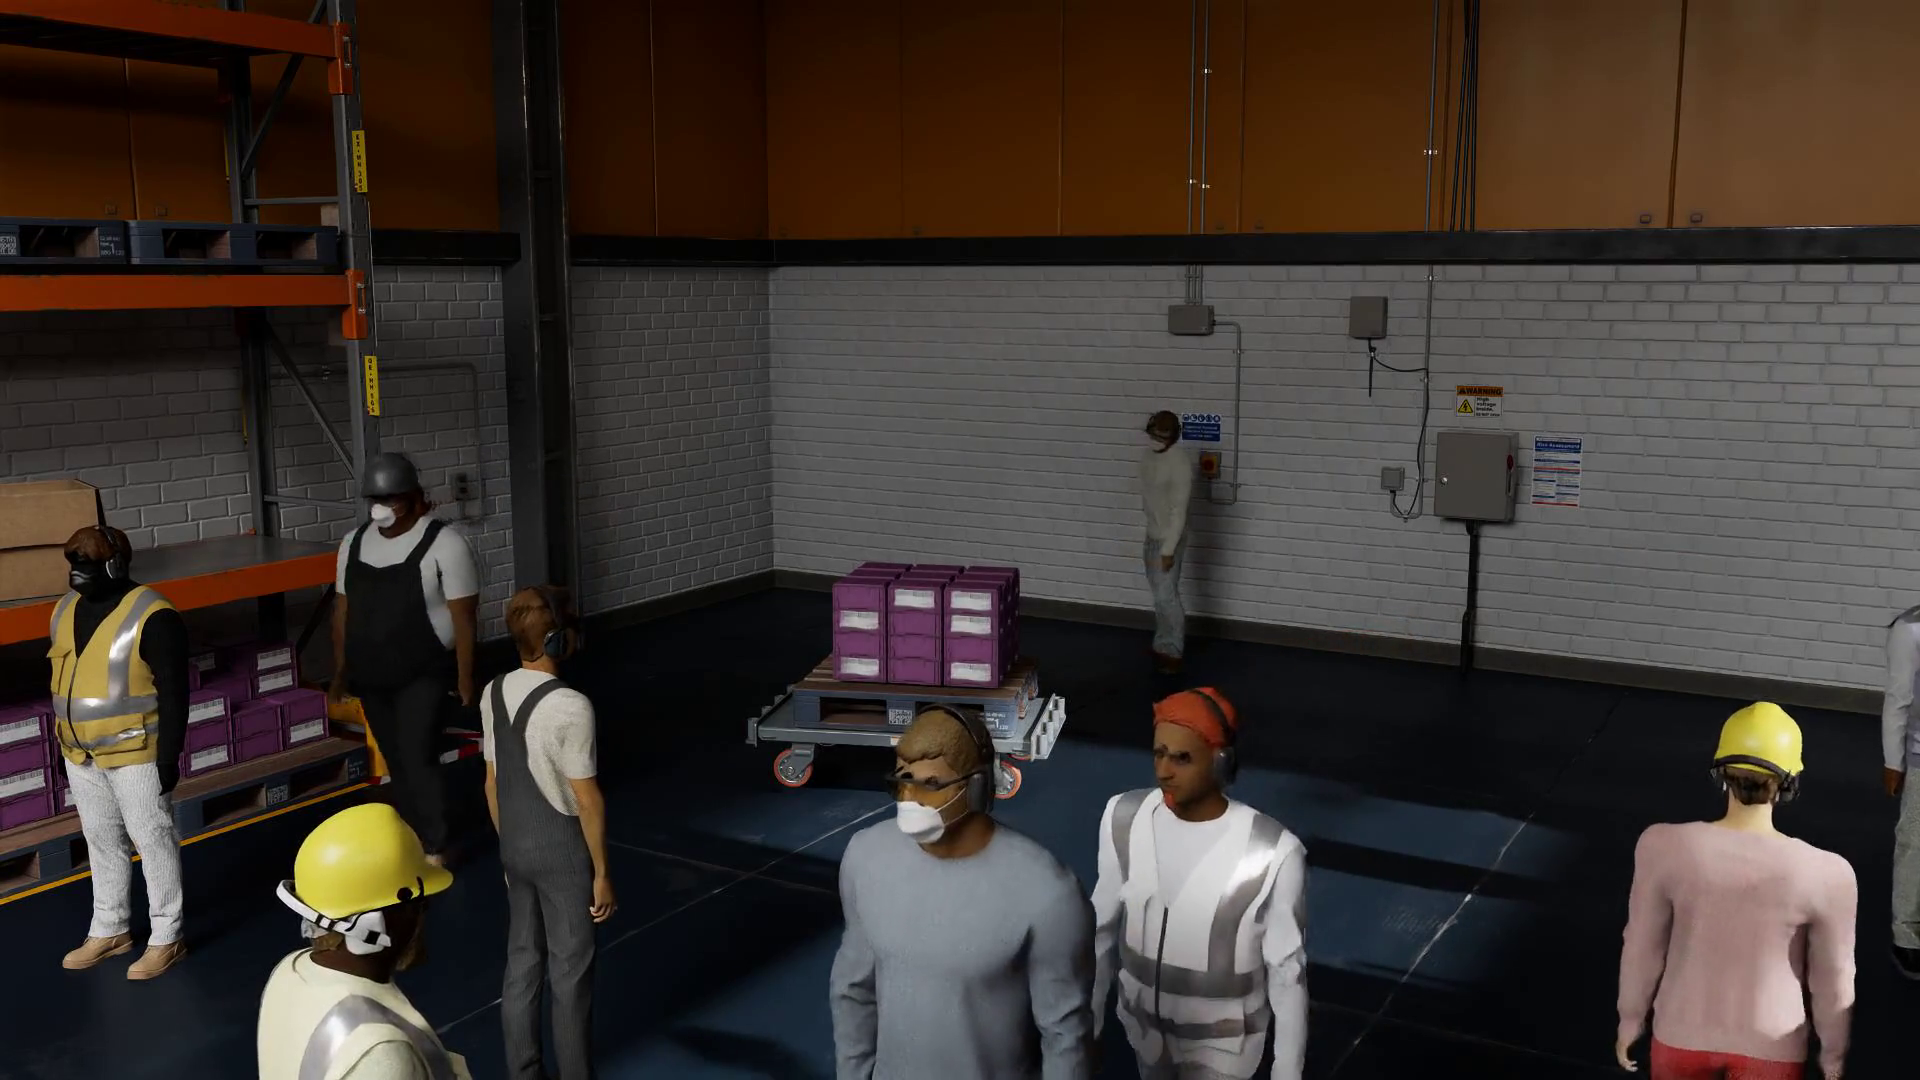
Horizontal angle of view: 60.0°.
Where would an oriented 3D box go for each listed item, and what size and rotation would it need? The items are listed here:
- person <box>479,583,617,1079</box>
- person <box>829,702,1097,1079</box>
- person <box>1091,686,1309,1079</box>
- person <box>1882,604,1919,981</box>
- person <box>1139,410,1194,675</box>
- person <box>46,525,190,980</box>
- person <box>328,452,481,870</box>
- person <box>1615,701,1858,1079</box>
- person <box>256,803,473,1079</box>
[{"bbox_3d":[-1.333,1.053,5.457,0.508,1.847,0.345,6,11,33],"label":"person"},{"bbox_3d":[-0.012,1.295,3.659,0.635,1.937,0.352,5,11,30],"label":"person"},{"bbox_3d":[0.616,1.254,4.251,0.586,1.844,0.987,8,12,42],"label":"person"},{"bbox_3d":[4.026,0.869,6.692,0.597,1.821,0.404,0,9,2],"label":"person"},{"bbox_3d":[1.440,0.000,11.921,0.375,1.901,0.785,-2,9,-15],"label":"person"},{"bbox_3d":[-3.418,0.851,6.730,0.634,1.842,0.429,3,10,19],"label":"person"},{"bbox_3d":[-2.645,0.587,7.760,0.694,2.000,0.673,3,10,19],"label":"person"},{"bbox_3d":[1.995,1.281,4.298,0.552,1.752,0.386,5,10,29],"label":"person"},{"bbox_3d":[-1.132,1.409,3.274,0.403,1.833,0.586,-7,12,-38],"label":"person"}]
